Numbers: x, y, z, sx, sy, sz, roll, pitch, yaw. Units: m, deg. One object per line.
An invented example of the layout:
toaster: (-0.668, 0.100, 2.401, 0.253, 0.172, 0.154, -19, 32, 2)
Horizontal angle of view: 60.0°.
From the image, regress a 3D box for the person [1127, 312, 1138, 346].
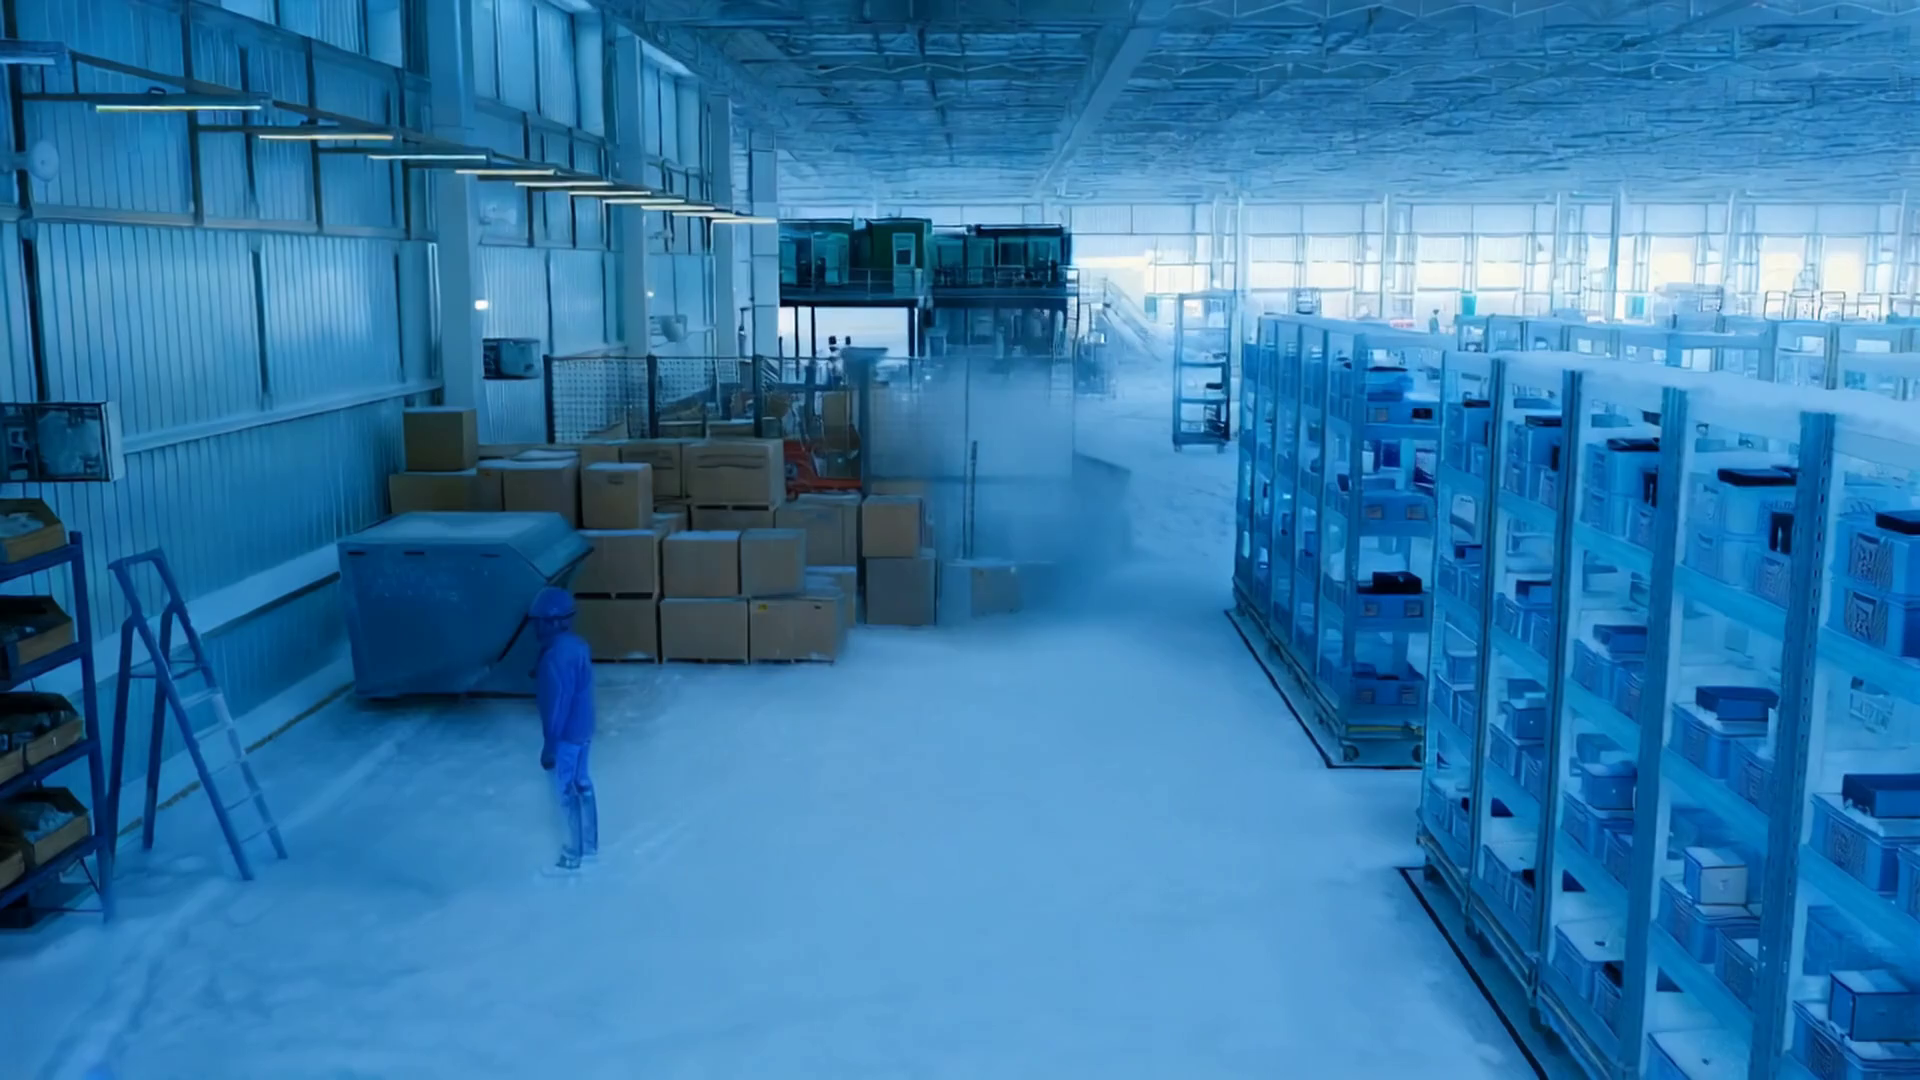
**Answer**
person: (9.461, -11.532, 90.700, 0.551, 1.911, 0.826, -5, 10, -28)

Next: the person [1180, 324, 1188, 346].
person: (9.511, -8.327, 70.626, 0.632, 1.997, 0.970, 9, 13, 44)

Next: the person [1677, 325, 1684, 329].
person: (37.137, -10.721, 85.843, 0.405, 1.856, 0.556, -4, 10, -23)

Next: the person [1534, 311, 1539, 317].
person: (30.996, -11.375, 89.597, 0.983, 1.940, 0.624, 6, 11, 34)

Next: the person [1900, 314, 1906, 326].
person: (52.129, -11.653, 92.042, 0.753, 1.718, 0.490, -8, 12, -39)

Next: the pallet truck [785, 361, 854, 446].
pallet truck: (-3.410, -3.193, 38.978, 1.885, 1.965, 0.823, 0, 9, -1)

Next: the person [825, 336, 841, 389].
person: (-4.388, -6.098, 57.289, 0.620, 1.867, 0.416, -5, 10, -29)

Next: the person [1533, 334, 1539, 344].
person: (22.387, -7.369, 65.080, 1.007, 1.882, 0.653, 4, 10, 25)

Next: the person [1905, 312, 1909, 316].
person: (52.807, -11.844, 92.949, 0.945, 1.808, 0.522, -6, 11, -31)

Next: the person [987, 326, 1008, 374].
person: (1.490, -7.568, 66.220, 0.782, 1.920, 0.542, -2, 9, -9)

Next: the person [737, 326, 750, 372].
person: (-8.728, -7.627, 66.695, 0.636, 1.926, 0.604, -6, 11, -31)

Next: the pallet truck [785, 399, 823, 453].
pallet truck: (-3.814, -2.432, 36.419, 1.630, 1.274, 0.653, 0, 9, 1)

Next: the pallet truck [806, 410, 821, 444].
pallet truck: (-3.559, -2.018, 33.905, 1.522, 1.261, 0.704, 0, 9, -1)

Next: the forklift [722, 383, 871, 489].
forklift: (-2.893, -1.687, 28.729, 2.680, 1.987, 1.157, 0, 9, -1)

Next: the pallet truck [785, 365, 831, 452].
pallet truck: (-3.774, -2.976, 37.635, 1.885, 1.965, 0.823, 1, 9, 5)

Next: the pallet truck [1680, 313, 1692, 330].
pallet truck: (36.315, -10.531, 84.244, 0.823, 1.965, 1.885, -6, 11, -33)

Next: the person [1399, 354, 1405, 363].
person: (11.947, -4.101, 44.976, 0.535, 1.868, 0.309, -5, 10, -27)

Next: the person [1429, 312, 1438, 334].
person: (25.753, -11.456, 90.426, 0.430, 1.844, 0.624, 8, 12, 42)

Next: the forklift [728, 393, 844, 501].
forklift: (-2.979, -1.316, 26.476, 2.680, 1.987, 1.157, 0, 9, 1)

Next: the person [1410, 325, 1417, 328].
person: (17.304, -7.228, 63.734, 0.535, 2.000, 0.674, 0, 9, 1)

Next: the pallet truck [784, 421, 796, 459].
pallet truck: (-4.013, -1.793, 32.705, 1.601, 1.201, 0.680, 0, 9, 1)

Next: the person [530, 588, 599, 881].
person: (-2.687, 1.307, 11.272, 0.400, 1.987, 0.608, 1, 9, 6)

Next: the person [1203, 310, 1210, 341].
person: (14.391, -12.594, 97.079, 0.467, 1.971, 0.621, 7, 11, 35)
